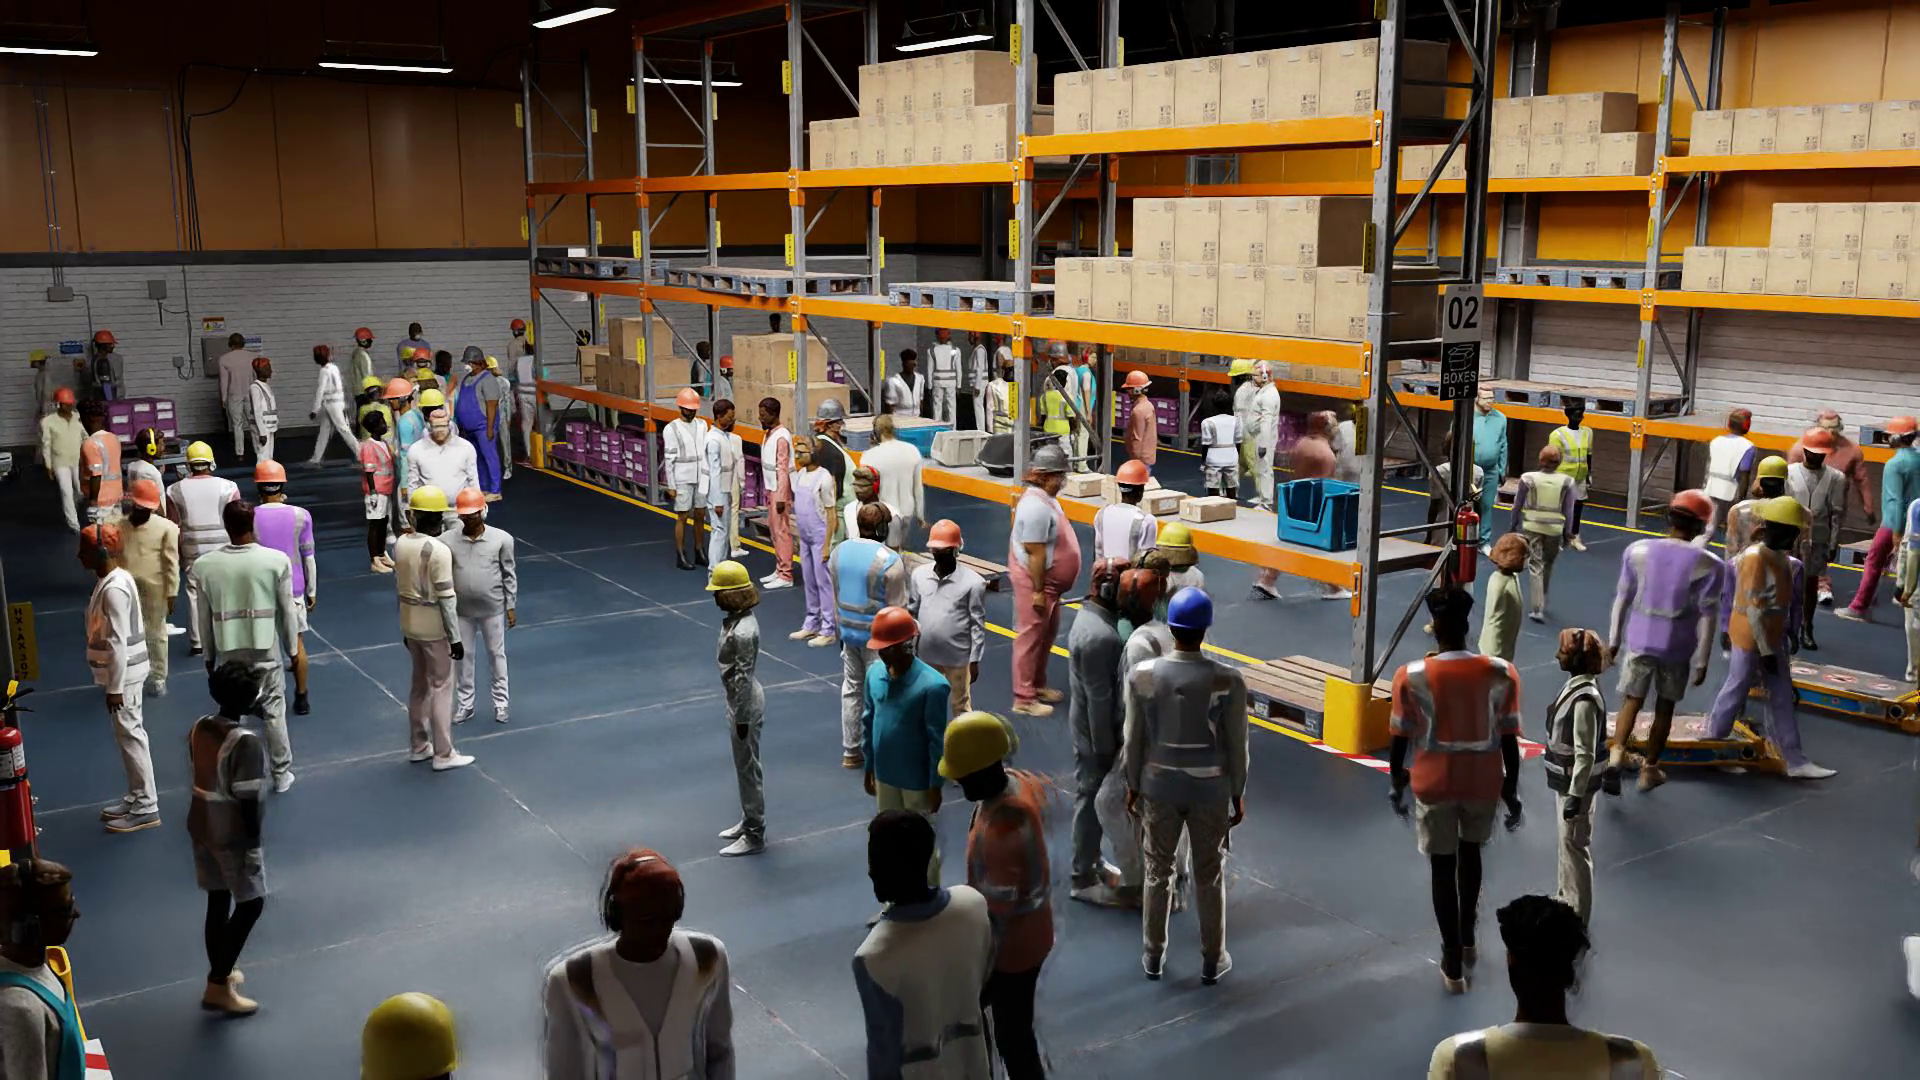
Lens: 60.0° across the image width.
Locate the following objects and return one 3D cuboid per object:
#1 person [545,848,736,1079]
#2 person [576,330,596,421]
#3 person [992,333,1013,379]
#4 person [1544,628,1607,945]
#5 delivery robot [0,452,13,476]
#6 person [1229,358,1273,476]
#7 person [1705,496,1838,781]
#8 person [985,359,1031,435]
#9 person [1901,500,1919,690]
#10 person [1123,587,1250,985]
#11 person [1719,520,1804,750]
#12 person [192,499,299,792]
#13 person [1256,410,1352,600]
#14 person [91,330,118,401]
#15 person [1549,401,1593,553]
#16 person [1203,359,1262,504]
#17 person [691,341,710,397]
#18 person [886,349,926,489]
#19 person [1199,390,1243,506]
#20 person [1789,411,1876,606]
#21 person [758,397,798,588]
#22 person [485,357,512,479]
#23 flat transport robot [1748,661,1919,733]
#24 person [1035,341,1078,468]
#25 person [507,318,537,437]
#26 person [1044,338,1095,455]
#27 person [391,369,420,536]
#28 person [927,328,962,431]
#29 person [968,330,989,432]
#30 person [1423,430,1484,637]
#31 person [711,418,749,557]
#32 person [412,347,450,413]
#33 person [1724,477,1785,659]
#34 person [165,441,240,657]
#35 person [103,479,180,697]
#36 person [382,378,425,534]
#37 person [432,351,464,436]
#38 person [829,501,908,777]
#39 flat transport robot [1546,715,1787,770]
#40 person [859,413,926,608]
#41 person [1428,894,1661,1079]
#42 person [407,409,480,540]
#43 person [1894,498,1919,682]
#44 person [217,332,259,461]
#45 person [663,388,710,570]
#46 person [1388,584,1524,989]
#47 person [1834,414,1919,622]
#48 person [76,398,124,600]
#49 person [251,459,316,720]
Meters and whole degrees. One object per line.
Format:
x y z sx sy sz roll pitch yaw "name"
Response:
-0.989 1.804 5.076 0.580 1.869 0.554 -6 13 -30 "person"
-6.055 -2.490 27.074 0.328 1.861 0.507 -3 11 -15 "person"
0.722 -2.567 27.536 0.421 1.830 0.565 3 11 13 "person"
3.130 1.248 8.494 0.307 1.639 0.525 3 11 16 "person"
-13.563 -1.118 23.147 0.707 0.478 0.477 4 12 21 "delivery robot"
4.087 -1.933 23.742 0.535 2.000 0.684 -7 13 -32 "person"
5.325 0.660 10.852 0.622 1.887 0.837 -10 15 -42 "person"
0.647 -1.449 21.779 0.636 1.842 0.429 -3 12 -17 "person"
7.238 0.326 12.176 0.605 2.045 0.382 4 12 17 "person"
1.087 1.186 8.020 0.603 1.949 0.389 3 11 14 "person"
5.549 0.655 11.555 0.524 1.631 0.318 4 12 20 "person"
-4.546 0.694 10.635 0.589 1.912 0.391 -3 11 -14 "person"
3.345 -0.323 15.977 0.967 1.865 0.632 -3 12 -17 "person"
-12.454 -2.043 24.319 0.404 2.037 0.606 -8 13 -34 "person"
6.719 -0.697 18.331 0.538 1.686 0.319 -3 11 -15 "person"
3.612 -1.402 21.479 0.957 1.870 0.597 5 12 25 "person"
-3.871 -2.066 24.973 0.361 1.836 0.504 -2 11 -11 "person"
-0.724 -1.615 22.421 0.625 1.928 0.613 -7 13 -34 "person"
3.014 -0.880 19.228 0.535 1.699 0.321 -3 12 -16 "person"
8.330 -0.309 15.920 0.774 1.840 0.991 2 11 9 "person"
-1.820 -0.479 16.652 0.405 1.909 0.597 -4 12 -18 "person"
-6.559 -1.717 23.435 0.488 1.736 0.334 0 11 1 "person"
6.702 1.150 12.510 0.652 0.197 1.431 -9 14 -38 "flat transport robot"
1.274 -1.637 22.230 0.538 2.000 0.689 5 12 24 "person"
-7.358 -2.720 27.931 0.411 1.987 0.607 6 13 29 "person"
1.648 -2.218 25.692 1.059 1.871 0.603 4 12 20 "person"
-6.418 -1.020 19.337 0.355 1.936 0.633 -3 11 -14 "person"
-0.254 -2.528 27.191 0.575 1.885 0.355 1 11 4 "person"
0.285 -2.544 27.297 0.363 1.879 0.584 -1 11 -4 "person"
4.326 -0.051 14.620 0.511 1.842 0.327 -2 11 -11 "person"
-2.550 -0.626 18.103 0.497 1.633 0.288 5 12 23 "person"
-7.018 -1.532 21.851 0.613 1.984 0.409 -3 11 -14 "person"
6.616 0.226 13.775 0.286 1.625 0.495 -6 13 -28 "person"
-6.341 0.078 14.025 0.590 1.824 0.404 -4 12 -20 "person"
-6.303 0.376 12.785 0.656 1.714 0.336 1 11 5 "person"
-5.734 -0.663 17.272 0.402 2.035 0.606 -1 11 -6 "person"
-6.989 -1.580 22.321 0.378 1.897 0.641 6 13 30 "person"
-0.579 0.654 11.038 0.628 1.837 0.429 10 15 40 "person"
4.838 1.368 11.392 1.431 0.197 0.652 1 11 3 "flat transport robot"
-0.693 -0.223 15.351 0.642 1.901 0.883 -7 13 -34 "person"
1.547 1.898 4.471 0.598 1.925 1.012 3 12 16 "person"
-4.850 -0.286 15.681 0.654 1.901 0.406 -4 12 -18 "person"
7.301 0.345 12.466 0.398 1.899 0.654 -4 12 -19 "person"
-10.912 -2.175 25.247 0.628 1.940 0.373 -10 15 -40 "person"
-2.825 -0.636 17.425 0.390 1.923 0.552 10 15 41 "person"
2.400 1.163 8.170 0.636 1.929 0.790 1 11 4 "person"
8.511 -0.149 14.900 0.646 1.943 1.032 -6 12 -28 "person"
-8.297 -0.397 16.077 0.361 1.962 0.616 -1 11 -6 "person"
-5.049 0.365 12.295 0.548 1.924 0.387 -7 13 -34 "person"
